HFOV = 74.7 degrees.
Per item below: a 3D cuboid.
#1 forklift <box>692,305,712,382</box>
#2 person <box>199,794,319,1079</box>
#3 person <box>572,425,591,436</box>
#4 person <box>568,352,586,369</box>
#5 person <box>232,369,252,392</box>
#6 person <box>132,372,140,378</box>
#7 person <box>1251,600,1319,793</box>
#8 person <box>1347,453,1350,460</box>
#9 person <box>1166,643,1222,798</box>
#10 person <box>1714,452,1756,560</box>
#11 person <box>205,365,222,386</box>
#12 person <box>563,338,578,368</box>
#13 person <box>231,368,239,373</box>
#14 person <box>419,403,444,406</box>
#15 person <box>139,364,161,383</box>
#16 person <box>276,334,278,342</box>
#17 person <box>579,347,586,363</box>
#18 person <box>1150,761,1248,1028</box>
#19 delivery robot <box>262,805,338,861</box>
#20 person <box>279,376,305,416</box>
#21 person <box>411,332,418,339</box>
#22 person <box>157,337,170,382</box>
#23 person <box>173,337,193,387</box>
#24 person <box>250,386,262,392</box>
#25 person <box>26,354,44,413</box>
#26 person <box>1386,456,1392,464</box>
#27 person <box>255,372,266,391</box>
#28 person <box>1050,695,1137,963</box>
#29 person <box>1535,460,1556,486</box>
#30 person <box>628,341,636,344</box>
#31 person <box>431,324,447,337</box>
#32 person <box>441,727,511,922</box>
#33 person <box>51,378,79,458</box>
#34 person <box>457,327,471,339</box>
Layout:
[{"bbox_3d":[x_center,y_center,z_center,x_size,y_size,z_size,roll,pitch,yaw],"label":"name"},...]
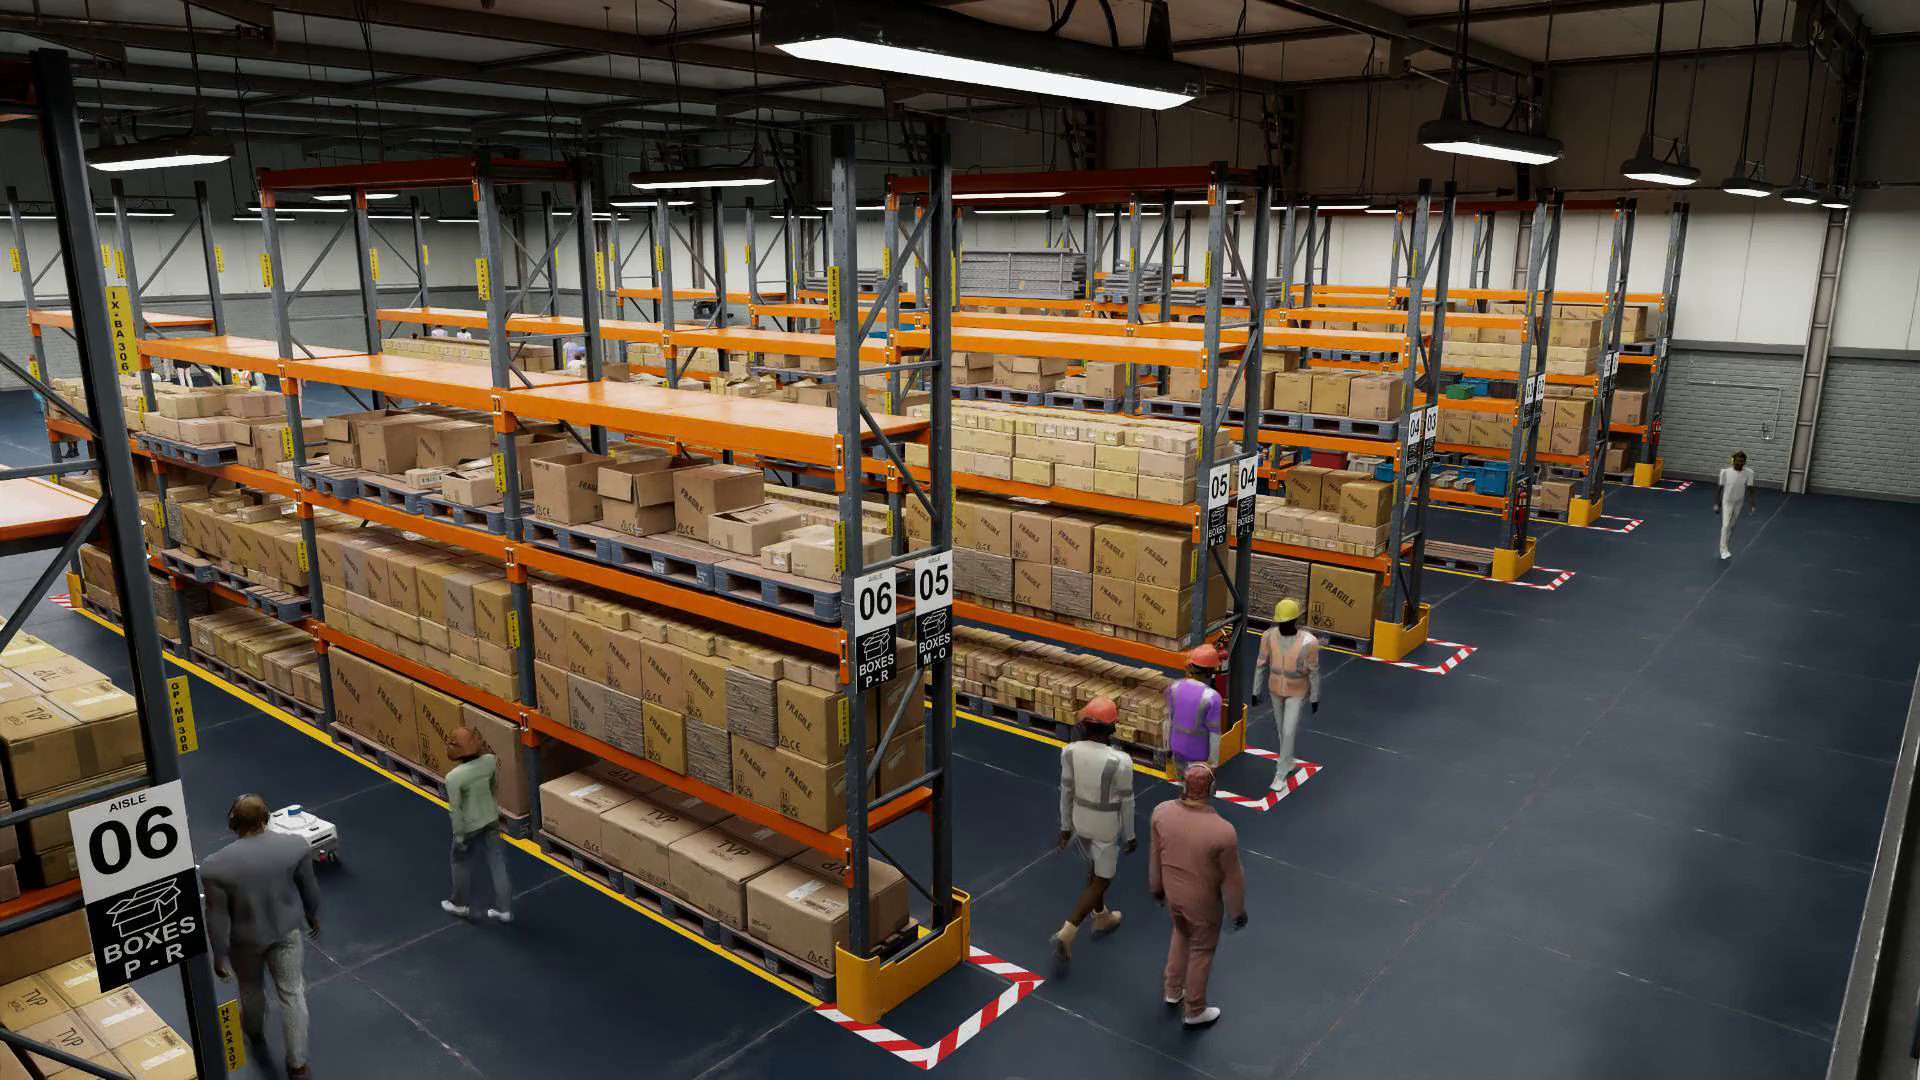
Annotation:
[{"bbox_3d":[-9.511,-7.392,47.124,1.873,2.768,1.129,11,17,38],"label":"forklift"},{"bbox_3d":[-4.569,2.530,8.263,0.665,1.891,0.963,-11,17,-37],"label":"person"},{"bbox_3d":[-7.809,-1.838,26.291,0.514,1.872,0.332,-7,15,-27],"label":"person"},{"bbox_3d":[-11.771,-4.884,38.929,0.638,1.817,0.532,1,14,6],"label":"person"},{"bbox_3d":[-21.448,-4.516,37.667,0.540,1.697,0.317,-5,15,-22],"label":"person"},{"bbox_3d":[-26.944,-5.535,41.355,0.395,1.941,0.601,2,14,8],"label":"person"},{"bbox_3d":[3.158,1.523,12.412,0.610,1.890,0.882,11,17,38],"label":"person"},{"bbox_3d":[7.120,-1.116,23.562,0.414,1.750,0.544,13,18,42],"label":"person"},{"bbox_3d":[1.996,1.852,11.037,0.676,1.909,0.584,-11,17,-38],"label":"person"},{"bbox_3d":[13.053,-0.567,21.169,0.541,1.827,0.940,3,14,13],"label":"person"},{"bbox_3d":[-21.538,-4.343,36.714,0.834,1.810,0.643,4,14,16],"label":"person"},{"bbox_3d":[-13.945,-6.429,45.214,0.955,1.864,0.648,6,15,25],"label":"person"},{"bbox_3d":[-23.481,-5.385,40.914,0.645,1.860,0.977,5,15,21],"label":"person"},{"bbox_3d":[-13.367,-3.182,31.869,0.574,1.854,0.860,-3,14,-13],"label":"person"},{"bbox_3d":[-22.695,-4.041,35.444,0.619,1.836,0.430,2,14,6],"label":"person"},{"bbox_3d":[-25.893,-7.076,48.078,0.340,1.757,0.518,-13,19,-42],"label":"person"},{"bbox_3d":[-11.955,-5.156,39.842,0.542,1.920,0.618,-2,14,-8],"label":"person"},{"bbox_3d":[1.643,2.440,8.663,0.443,1.893,0.693,-12,18,-42],"label":"person"},{"bbox_3d":[-5.749,2.539,10.923,0.707,0.478,0.477,8,16,29],"label":"delivery robot"},{"bbox_3d":[-19.887,-4.549,37.522,0.665,1.842,1.019,-7,15,-26],"label":"person"},{"bbox_3d":[-20.109,-6.754,46.555,0.549,1.852,0.402,-6,15,-24],"label":"person"},{"bbox_3d":[-29.662,-6.732,46.908,0.307,1.638,0.519,-6,15,-24],"label":"person"},{"bbox_3d":[-26.262,-5.847,42.520,0.375,1.997,0.612,6,15,22],"label":"person"},{"bbox_3d":[-17.147,-2.863,30.681,0.619,1.789,0.465,13,19,43],"label":"person"},{"bbox_3d":[-28.109,-4.772,38.453,0.645,1.828,0.567,4,14,16],"label":"person"},{"bbox_3d":[9.961,-2.313,28.641,0.504,1.677,0.548,10,17,34],"label":"person"},{"bbox_3d":[-20.532,-4.389,37.052,0.306,1.742,0.487,-11,17,-37],"label":"person"},{"bbox_3d":[0.979,2.172,9.516,0.601,2.011,0.905,13,19,42],"label":"person"},{"bbox_3d":[12.083,-1.609,25.931,0.500,1.592,0.832,-8,16,-31],"label":"person"},{"bbox_3d":[-12.191,-7.045,47.571,0.628,1.940,0.373,0,14,1],"label":"person"},{"bbox_3d":[-20.736,-7.736,50.236,0.629,2.025,0.582,-10,17,-34],"label":"person"},{"bbox_3d":[-3.903,2.250,10.032,0.728,1.609,0.512,9,16,32],"label":"person"},{"bbox_3d":[-22.007,-3.000,30.930,0.356,1.937,0.552,-2,14,-9],"label":"person"},{"bbox_3d":[-19.779,-7.701,50.335,0.556,1.913,0.786,-1,14,-5],"label":"person"}]
